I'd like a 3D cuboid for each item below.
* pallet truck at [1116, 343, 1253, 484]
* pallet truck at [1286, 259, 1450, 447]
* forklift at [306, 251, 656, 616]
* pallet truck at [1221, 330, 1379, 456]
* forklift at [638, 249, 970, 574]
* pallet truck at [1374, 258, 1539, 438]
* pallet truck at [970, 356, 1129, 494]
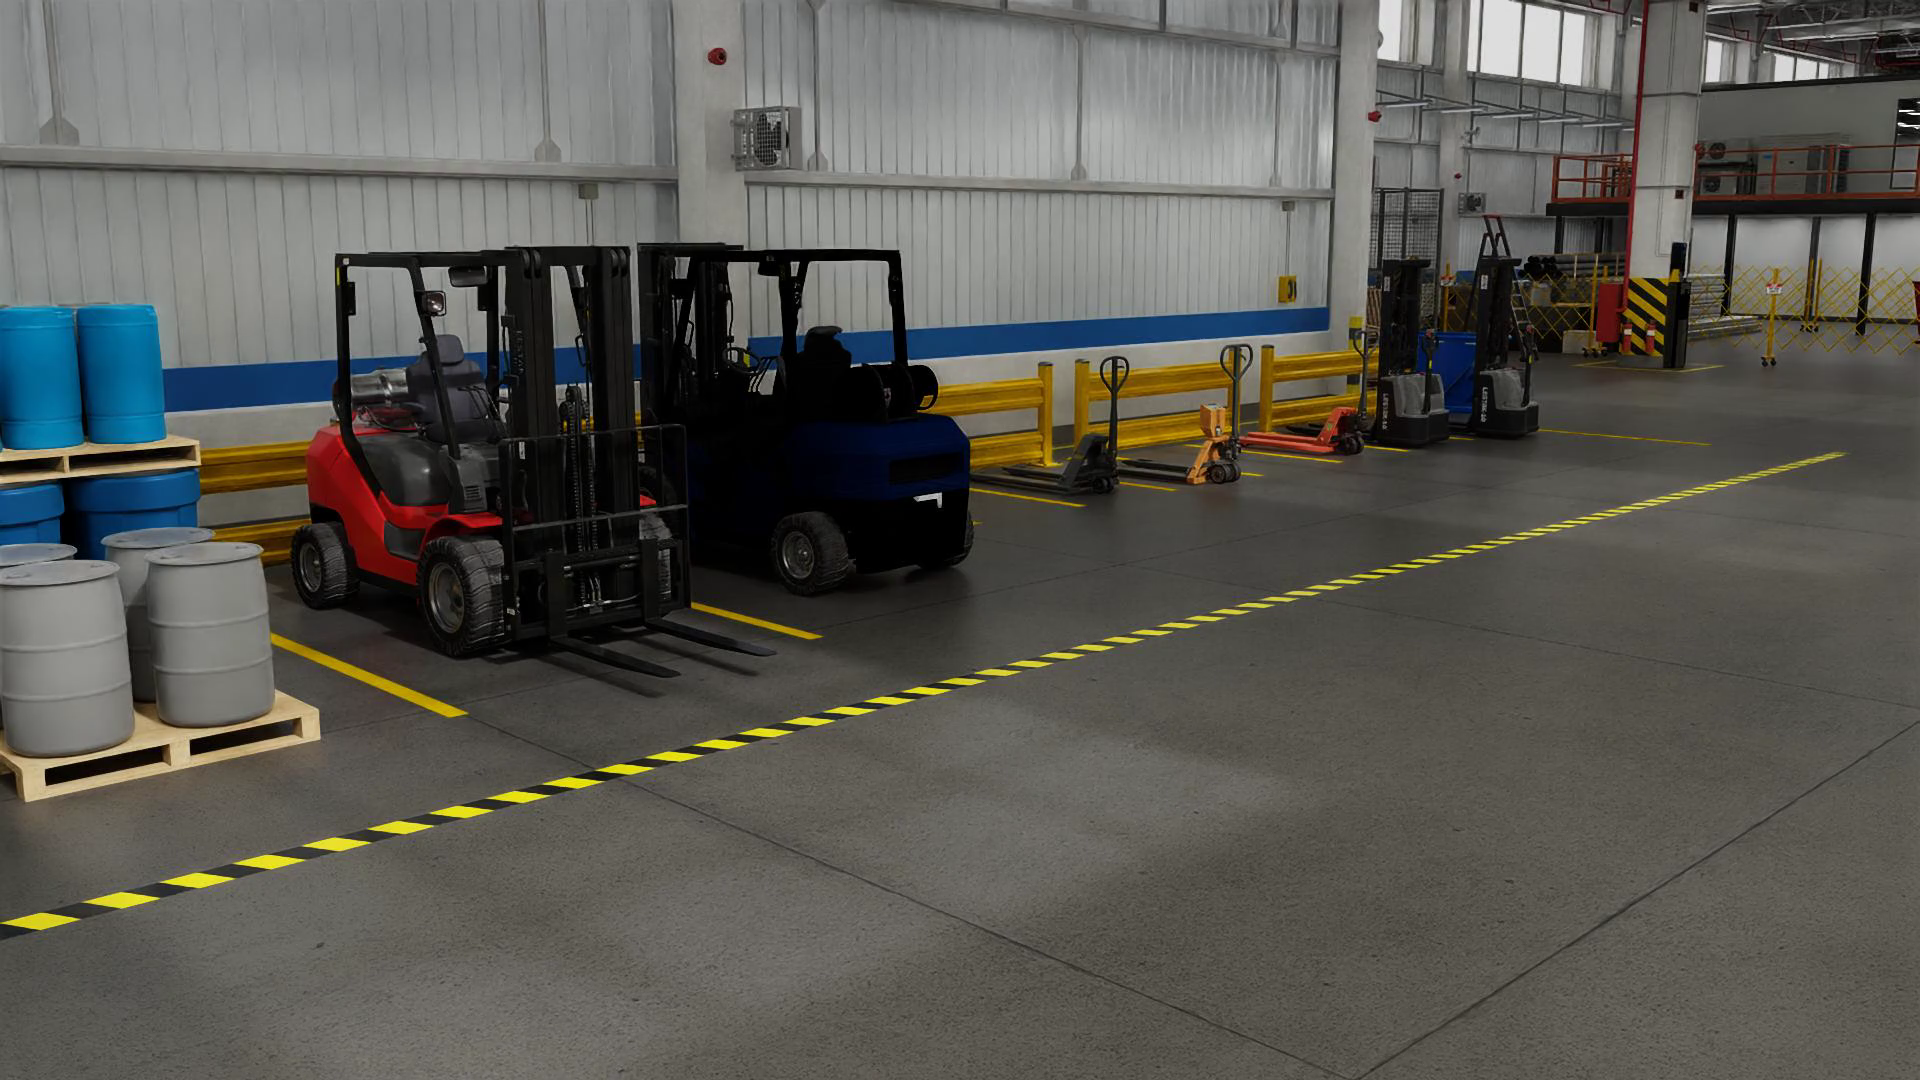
[{"bbox_3d":[1.962,-1.215,15.415,1.522,1.261,0.704,10,14,43],"label":"pallet truck"},{"bbox_3d":[4.493,-2.078,18.196,0.823,1.965,1.885,-9,14,-40],"label":"pallet truck"},{"bbox_3d":[-2.833,-0.669,9.694,1.157,1.987,2.680,-10,14,-44],"label":"forklift"},{"bbox_3d":[3.563,-1.581,17.381,0.653,1.274,1.630,-10,14,-44],"label":"pallet truck"},{"bbox_3d":[-1.173,-0.958,11.239,2.680,1.987,1.157,10,14,43],"label":"forklift"},{"bbox_3d":[5.704,-2.208,18.901,1.885,1.965,0.823,10,14,43],"label":"pallet truck"},{"bbox_3d":[0.784,-1.085,14.876,0.680,1.201,1.601,-10,14,-44],"label":"pallet truck"}]
